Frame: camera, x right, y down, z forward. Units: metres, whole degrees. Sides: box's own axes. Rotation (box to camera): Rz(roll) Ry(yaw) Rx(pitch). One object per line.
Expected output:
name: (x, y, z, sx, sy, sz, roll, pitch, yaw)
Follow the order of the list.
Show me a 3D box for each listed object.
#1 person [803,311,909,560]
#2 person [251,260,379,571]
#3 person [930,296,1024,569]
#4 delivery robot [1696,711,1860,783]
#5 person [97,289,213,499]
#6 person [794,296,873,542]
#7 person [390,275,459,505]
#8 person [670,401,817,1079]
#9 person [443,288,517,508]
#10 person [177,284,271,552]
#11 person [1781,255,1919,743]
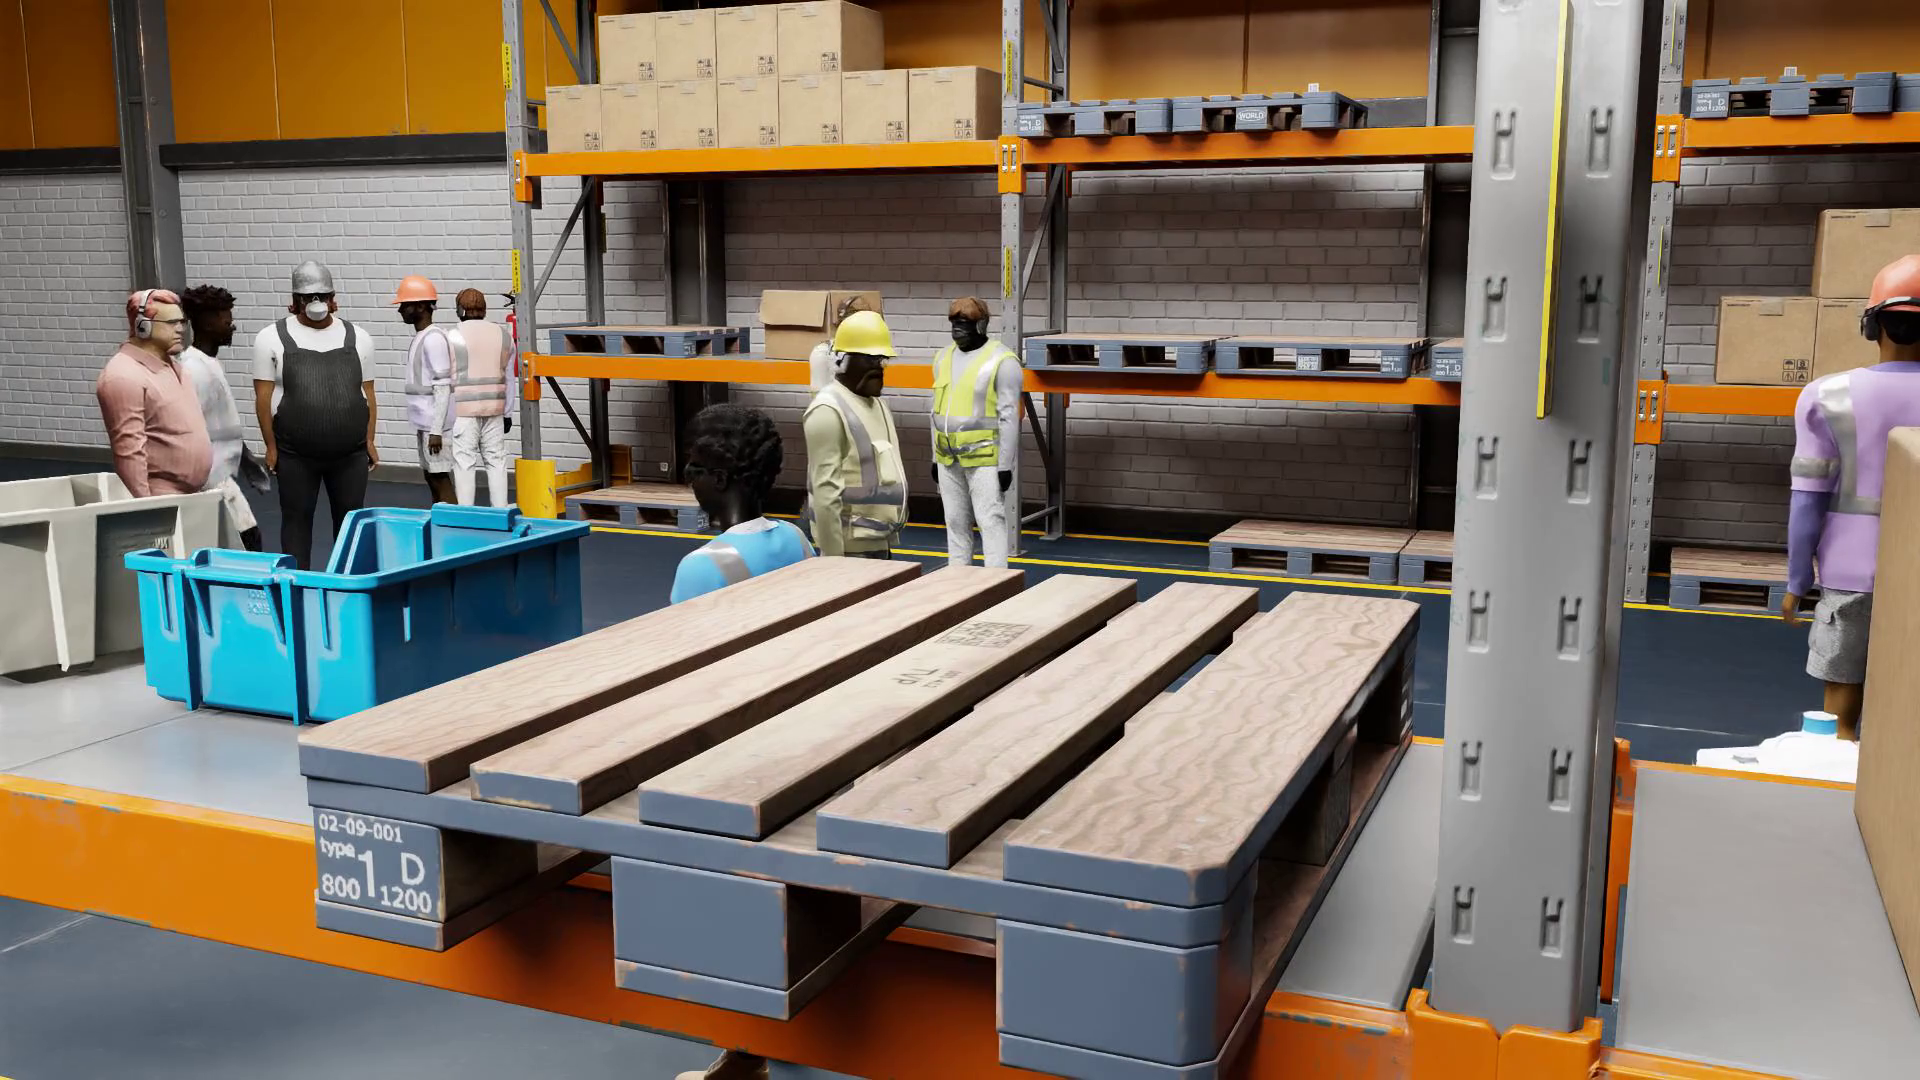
person: (-0.412, -0.016, 6.799, 0.403, 1.827, 0.601, 3, 10, 18)
person: (-3.654, -0.581, 9.553, 0.682, 2.000, 0.538, -6, 11, -33)
person: (0.066, -0.458, 9.451, 0.623, 1.836, 0.429, 8, 13, 41)
delivery robot: (2.787, 0.803, 5.425, 0.707, 0.478, 0.477, -1, 10, -9)
person: (-3.566, -0.167, 7.480, 0.404, 1.904, 0.651, -1, 10, -6)
person: (-0.783, -0.559, 10.077, 0.520, 1.822, 0.702, 8, 12, 39)
person: (-3.541, -0.779, 11.045, 0.376, 1.936, 0.549, -5, 11, -26)
person: (-0.524, 0.514, 4.017, 0.318, 1.698, 0.535, 3, 10, 19)
person: (-3.606, -0.944, 12.364, 0.623, 1.837, 0.429, -9, 13, -43)
person: (-3.877, -0.375, 8.714, 1.023, 1.909, 0.604, -5, 10, -25)
person: (2.988, 0.115, 5.371, 0.605, 2.045, 0.379, 4, 10, 23)
